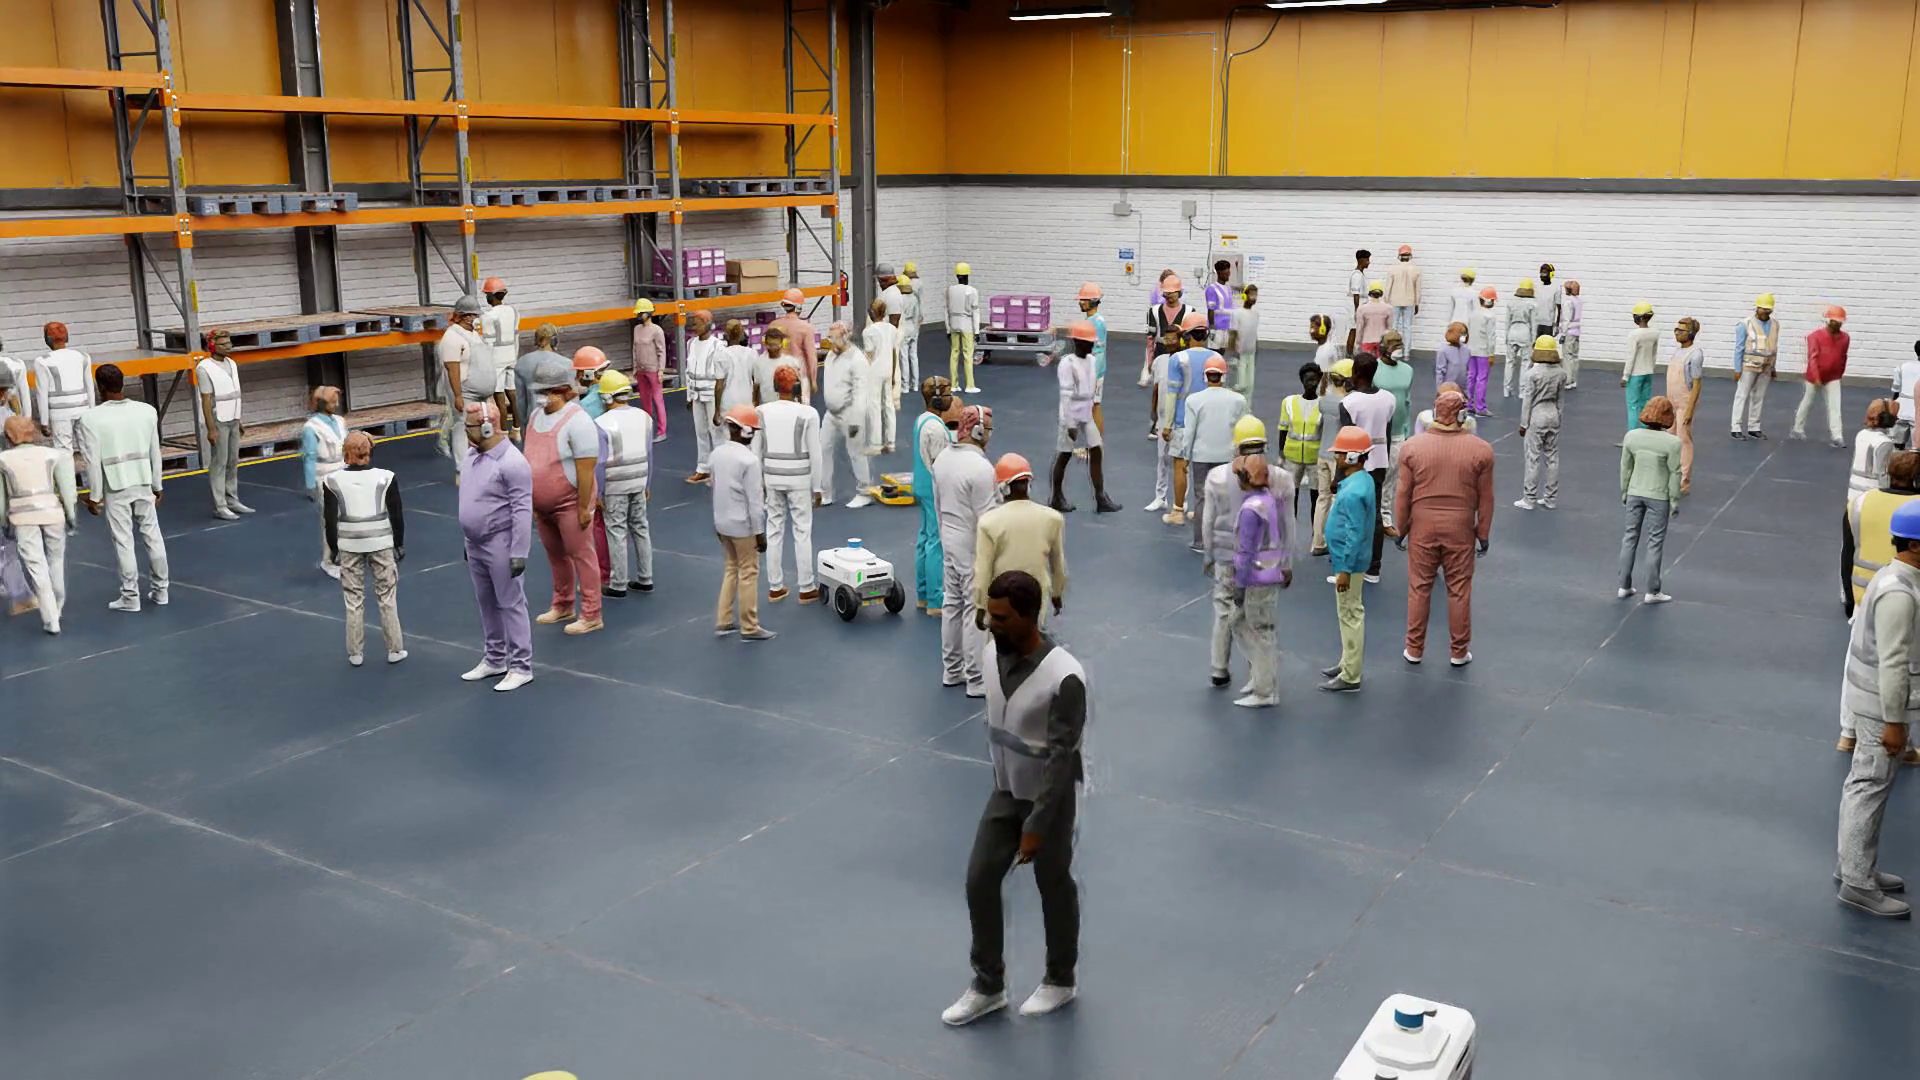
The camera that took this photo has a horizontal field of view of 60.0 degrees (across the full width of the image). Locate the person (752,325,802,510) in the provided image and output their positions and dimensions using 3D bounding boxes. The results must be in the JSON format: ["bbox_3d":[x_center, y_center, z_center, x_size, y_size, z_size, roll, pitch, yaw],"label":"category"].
[{"bbox_3d":[-1.813,-1.264,16.744,0.567,1.841,0.796,4,14,17],"label":"person"}]

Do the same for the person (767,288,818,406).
[{"bbox_3d":[-1.900,-1.879,19.054,0.625,1.992,0.386,6,14,25],"label":"person"}]

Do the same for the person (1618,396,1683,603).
[{"bbox_3d":[5.430,-0.321,13.091,0.279,1.633,0.501,-10,16,-36],"label":"person"}]

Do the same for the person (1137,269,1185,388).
[{"bbox_3d":[3.004,-3.176,25.128,0.693,1.795,0.822,10,16,37],"label":"person"}]

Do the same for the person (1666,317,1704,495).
[{"bbox_3d":[7.467,-1.388,17.254,0.341,1.846,0.510,-1,13,-4],"label":"person"}]

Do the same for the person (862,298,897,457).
[{"bbox_3d":[-0.954,-1.901,19.479,0.332,1.844,0.516,12,18,43],"label":"person"}]

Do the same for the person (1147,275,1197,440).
[{"bbox_3d":[2.597,-2.227,20.460,0.609,2.043,0.397,4,14,17],"label":"person"}]

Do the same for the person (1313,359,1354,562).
[{"bbox_3d":[3.284,-0.689,14.421,0.339,1.761,0.524,-6,14,-24],"label":"person"}]

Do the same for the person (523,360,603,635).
[{"bbox_3d":[-2.956,-0.325,12.215,0.690,2.000,0.537,12,18,43],"label":"person"}]

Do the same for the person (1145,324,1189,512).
[{"bbox_3d":[2.083,-1.185,16.332,0.531,1.866,0.322,9,16,34],"label":"person"}]

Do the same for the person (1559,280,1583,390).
[{"bbox_3d":[9.187,-3.082,25.054,0.315,1.640,0.515,12,18,42],"label":"person"}]

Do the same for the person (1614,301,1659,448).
[{"bbox_3d":[8.149,-1.983,20.012,0.535,1.767,0.316,-8,15,-31],"label":"person"}]

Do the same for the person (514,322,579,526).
[{"bbox_3d":[-3.886,-1.083,15.737,0.631,1.933,0.362,4,14,17],"label":"person"}]

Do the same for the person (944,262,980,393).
[{"bbox_3d":[0.038,-3.140,24.666,0.585,1.930,0.358,7,15,29],"label":"person"}]

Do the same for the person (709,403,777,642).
[{"bbox_3d":[-1.561,-0.118,11.995,0.372,1.734,0.581,-10,16,-36],"label":"person"}]

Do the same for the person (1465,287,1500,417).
[{"bbox_3d":[7.071,-2.545,22.493,0.347,1.742,0.564,-4,14,-16],"label":"person"}]

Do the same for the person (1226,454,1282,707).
[{"bbox_3d":[1.883,0.257,10.605,0.414,1.619,0.602,5,14,20],"label":"person"}]

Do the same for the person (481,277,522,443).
[{"bbox_3d":[-5.582,-2.156,20.152,0.371,2.044,0.608,5,14,23],"label":"person"}]

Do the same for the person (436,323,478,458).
[{"bbox_3d":[-5.744,-1.766,19.201,0.898,1.710,0.562,8,15,32],"label":"person"}]

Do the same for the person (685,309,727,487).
[{"bbox_3d":[-2.699,-1.510,17.698,0.585,1.883,0.337,10,16,37],"label":"person"}]

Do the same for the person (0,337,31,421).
[{"bbox_3d":[-9.153,-1.088,15.865,0.355,1.886,0.575,9,16,35],"label":"person"}]

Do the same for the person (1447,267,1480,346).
[{"bbox_3d":[7.983,-3.440,26.345,0.551,1.754,0.371,12,18,42],"label":"person"}]

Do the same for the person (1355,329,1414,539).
[{"bbox_3d":[3.861,-0.947,15.134,0.627,1.941,0.371,-7,15,-27],"label":"person"}]

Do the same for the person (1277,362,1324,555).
[{"bbox_3d":[3.052,-0.718,14.669,0.535,1.700,0.318,6,14,23],"label":"person"}]

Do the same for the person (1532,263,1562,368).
[{"bbox_3d":[8.949,-3.296,25.479,0.309,1.868,0.534,-9,16,-34],"label":"person"}]

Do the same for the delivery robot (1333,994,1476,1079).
[{"bbox_3d":[1.560,1.852,5.823,0.477,0.478,0.707,7,15,29],"label":"delivery robot"}]

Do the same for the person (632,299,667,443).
[{"bbox_3d":[-3.832,-2.072,20.396,0.534,1.767,0.319,10,16,37],"label":"person"}]

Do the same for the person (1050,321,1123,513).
[{"bbox_3d":[1.240,-1.178,16.224,0.899,1.897,0.581,12,17,41],"label":"person"}]

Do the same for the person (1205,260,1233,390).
[{"bbox_3d":[3.878,-3.193,24.820,0.368,1.966,0.603,9,16,34],"label":"person"}]

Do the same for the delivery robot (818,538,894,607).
[{"bbox_3d":[-0.812,0.232,12.851,0.477,0.478,0.707,-8,15,-31],"label":"delivery robot"}]

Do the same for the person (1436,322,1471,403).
[{"bbox_3d":[5.609,-1.670,18.938,0.499,1.634,0.288,-8,15,-30],"label":"person"}]

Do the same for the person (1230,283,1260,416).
[{"bbox_3d":[3.688,-2.407,21.644,0.536,1.860,0.507,-10,16,-37],"label":"person"}]

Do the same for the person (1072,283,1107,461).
[{"bbox_3d":[1.492,-1.943,19.229,0.380,2.043,0.609,-2,13,-8],"label":"person"}]

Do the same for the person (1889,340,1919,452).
[{"bbox_3d":[9.763,-1.248,17.000,0.322,1.686,0.540,-7,15,-26],"label":"person"}]

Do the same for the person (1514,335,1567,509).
[{"bbox_3d":[5.788,-1.175,16.577,0.480,1.734,0.334,-5,14,-22],"label":"person"}]

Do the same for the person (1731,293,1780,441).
[{"bbox_3d":[9.842,-2.137,20.538,0.593,1.828,0.403,-3,13,-13],"label":"person"}]

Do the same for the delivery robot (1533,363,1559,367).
[{"bbox_3d":[8.794,-2.558,24.952,0.477,0.478,0.707,5,14,21],"label":"delivery robot"}]
